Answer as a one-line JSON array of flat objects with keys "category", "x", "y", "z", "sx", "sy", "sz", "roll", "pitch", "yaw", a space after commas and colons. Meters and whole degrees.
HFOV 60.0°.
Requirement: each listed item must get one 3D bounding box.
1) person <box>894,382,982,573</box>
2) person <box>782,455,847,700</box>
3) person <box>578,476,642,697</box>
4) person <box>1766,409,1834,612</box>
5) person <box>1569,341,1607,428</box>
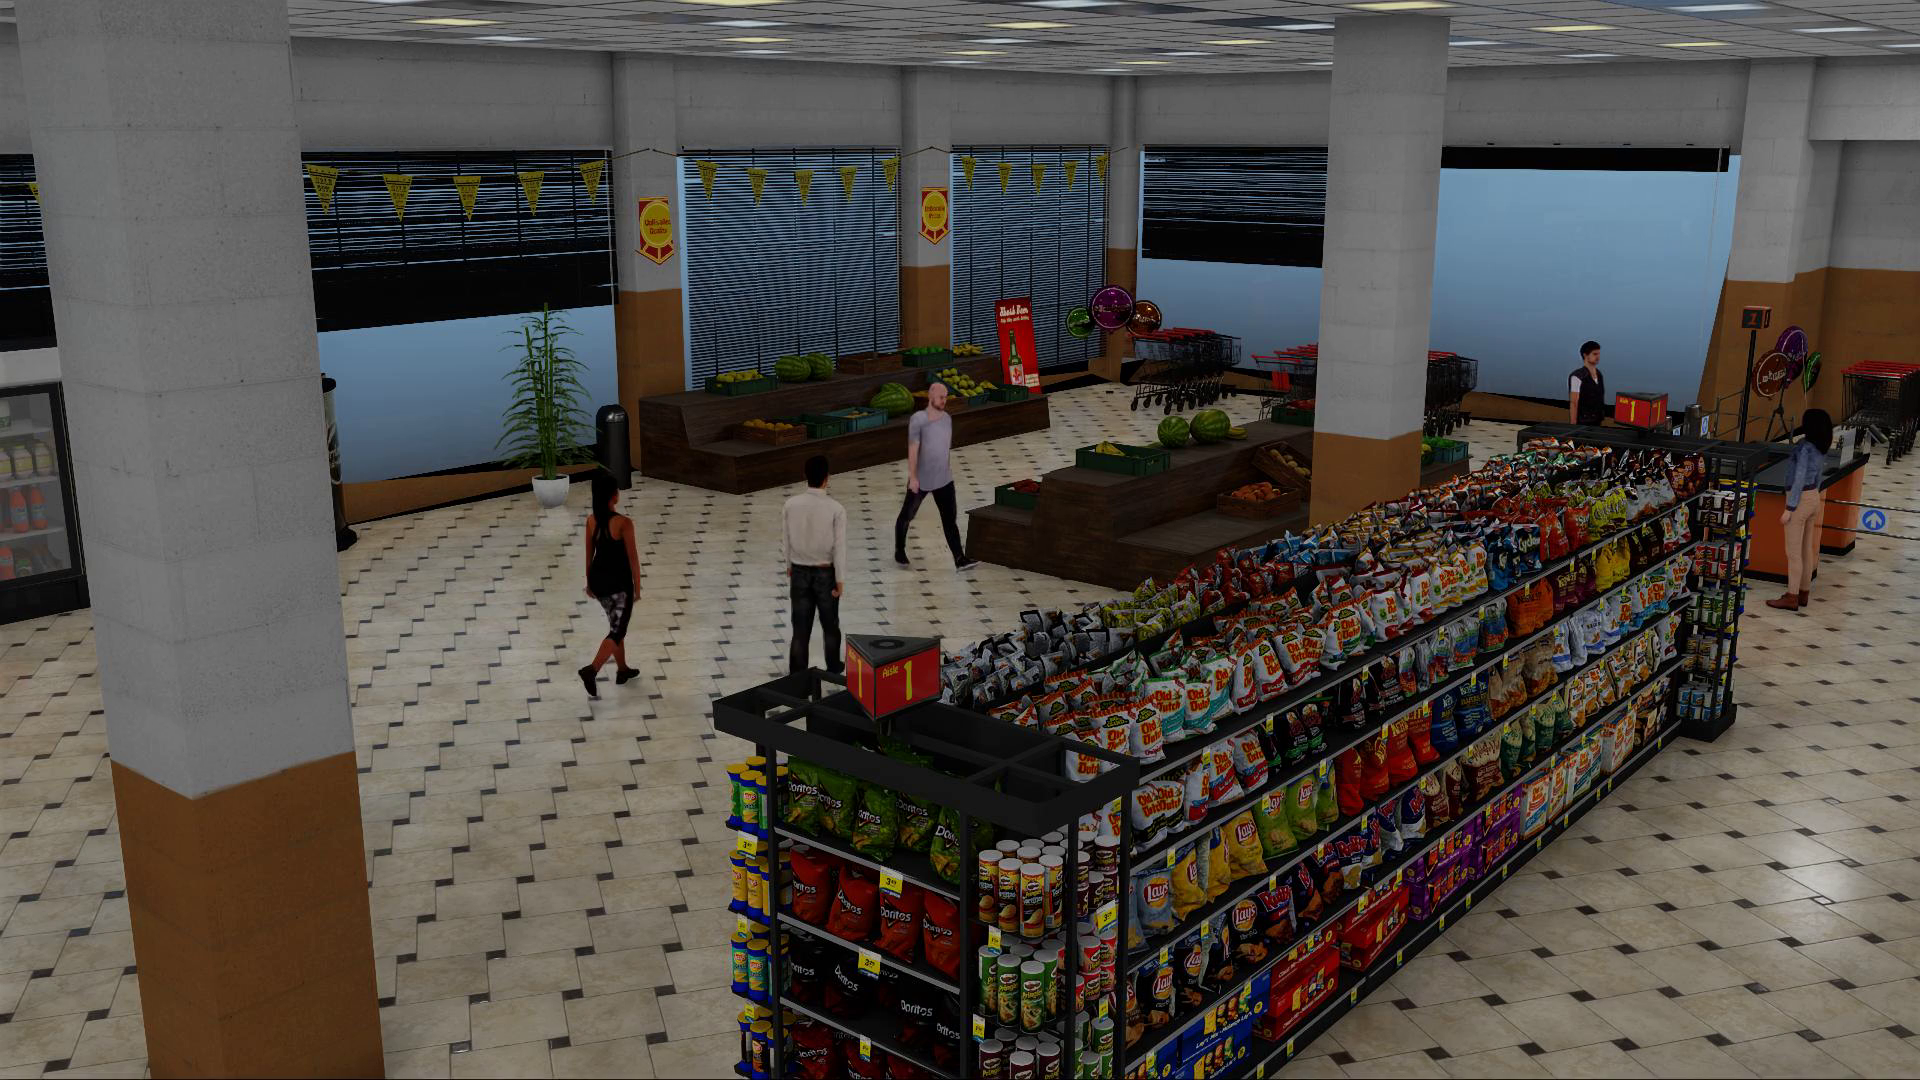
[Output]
[{"category": "person", "x": -0.345, "y": -0.579, "z": 15.741, "sx": 1.224, "sy": 1.777, "sz": 0.960, "roll": -11, "pitch": 17, "yaw": -38}, {"category": "person", "x": -1.097, "y": 0.317, "z": 12.070, "sx": 1.083, "sy": 1.766, "sz": 1.296, "roll": 2, "pitch": 14, "yaw": 9}, {"category": "person", "x": -2.599, "y": 0.351, "z": 12.203, "sx": 0.769, "sy": 1.637, "sz": 1.085, "roll": 6, "pitch": 15, "yaw": 24}, {"category": "person", "x": 7.344, "y": -0.274, "z": 14.487, "sx": 0.577, "sy": 1.775, "sz": 0.708, "roll": -10, "pitch": 17, "yaw": -37}, {"category": "person", "x": 6.955, "y": -1.294, "z": 18.535, "sx": 0.592, "sy": 1.848, "sz": 0.772, "roll": -10, "pitch": 17, "yaw": -36}]
